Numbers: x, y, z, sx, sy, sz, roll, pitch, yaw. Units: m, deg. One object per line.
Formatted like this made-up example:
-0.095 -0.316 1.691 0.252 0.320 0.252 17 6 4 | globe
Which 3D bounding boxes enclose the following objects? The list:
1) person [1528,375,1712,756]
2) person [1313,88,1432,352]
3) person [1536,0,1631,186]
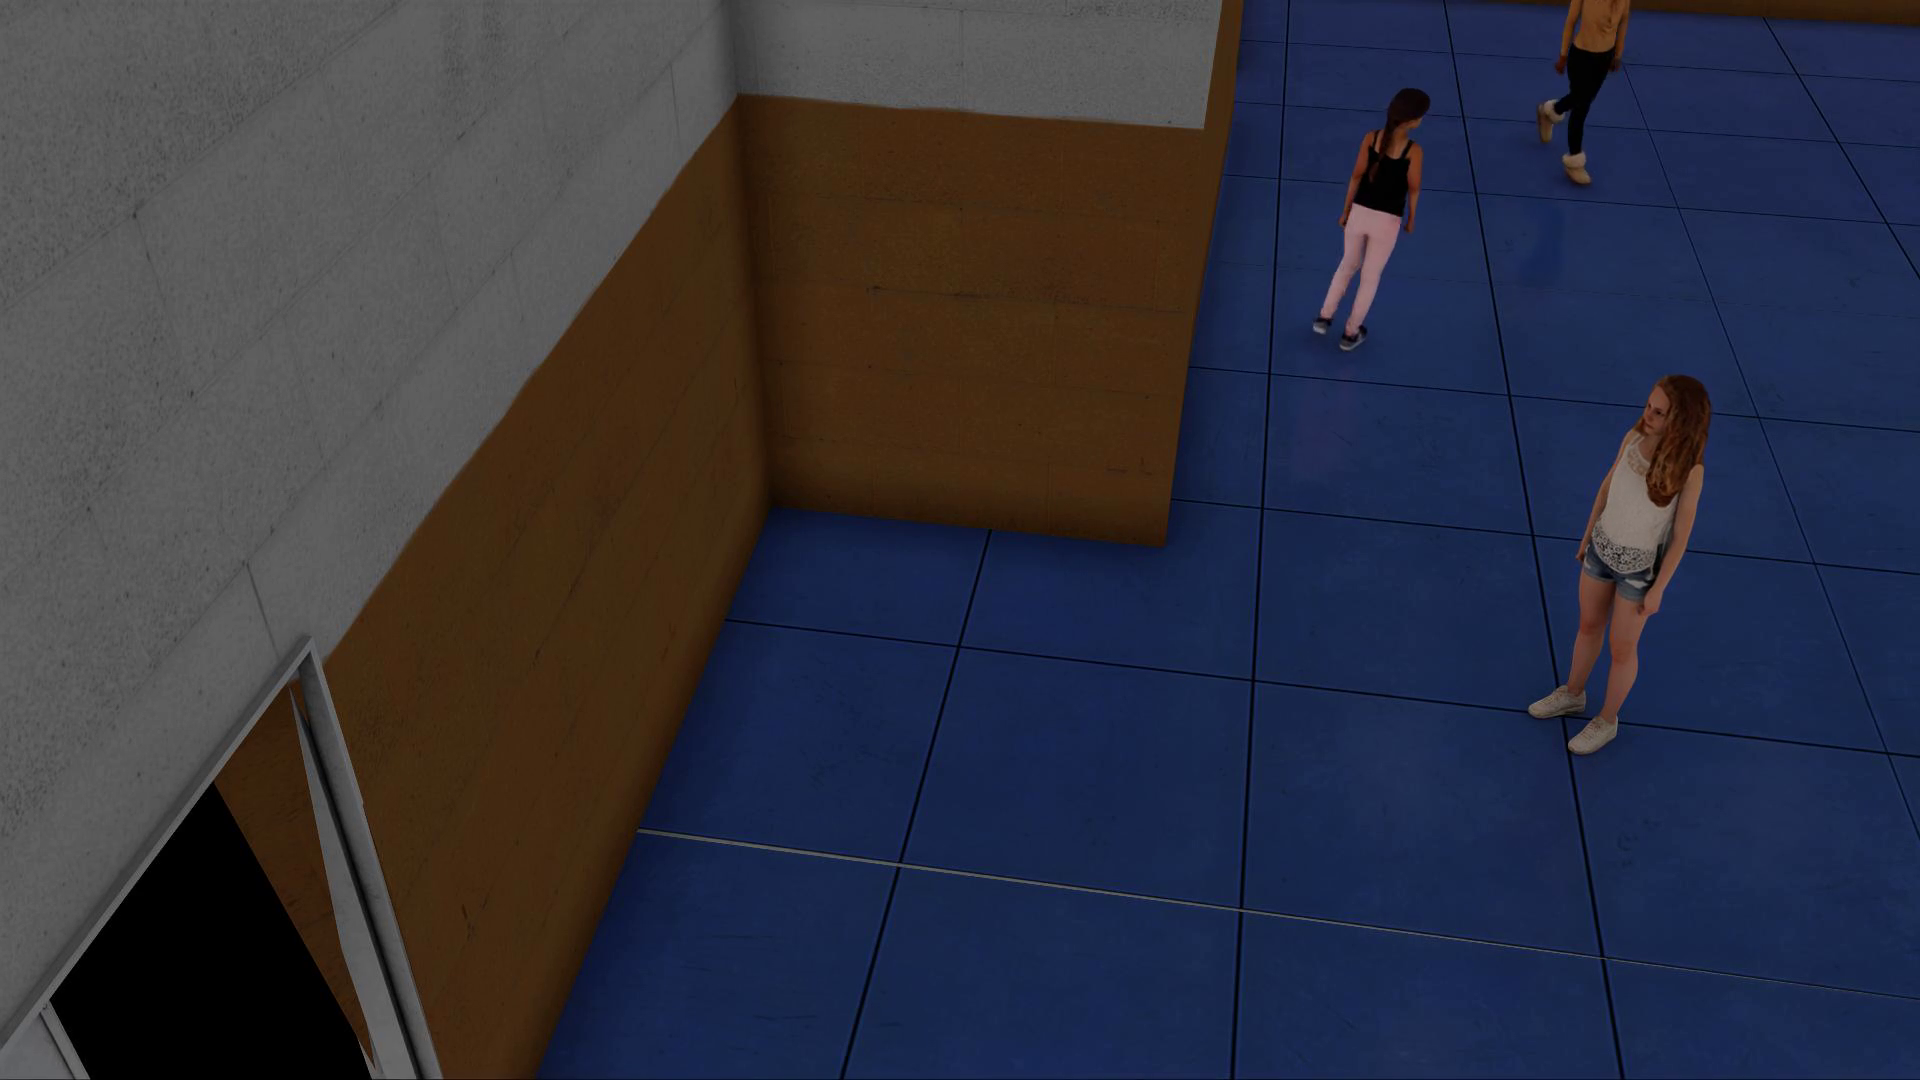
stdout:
2.675 0.102 6.650 0.688 1.759 0.661 -15 40 -19 | person
2.298 -1.771 9.330 0.640 1.537 0.760 13 39 17 | person
4.235 -3.315 11.306 1.089 1.634 0.932 -9 38 -12 | person
